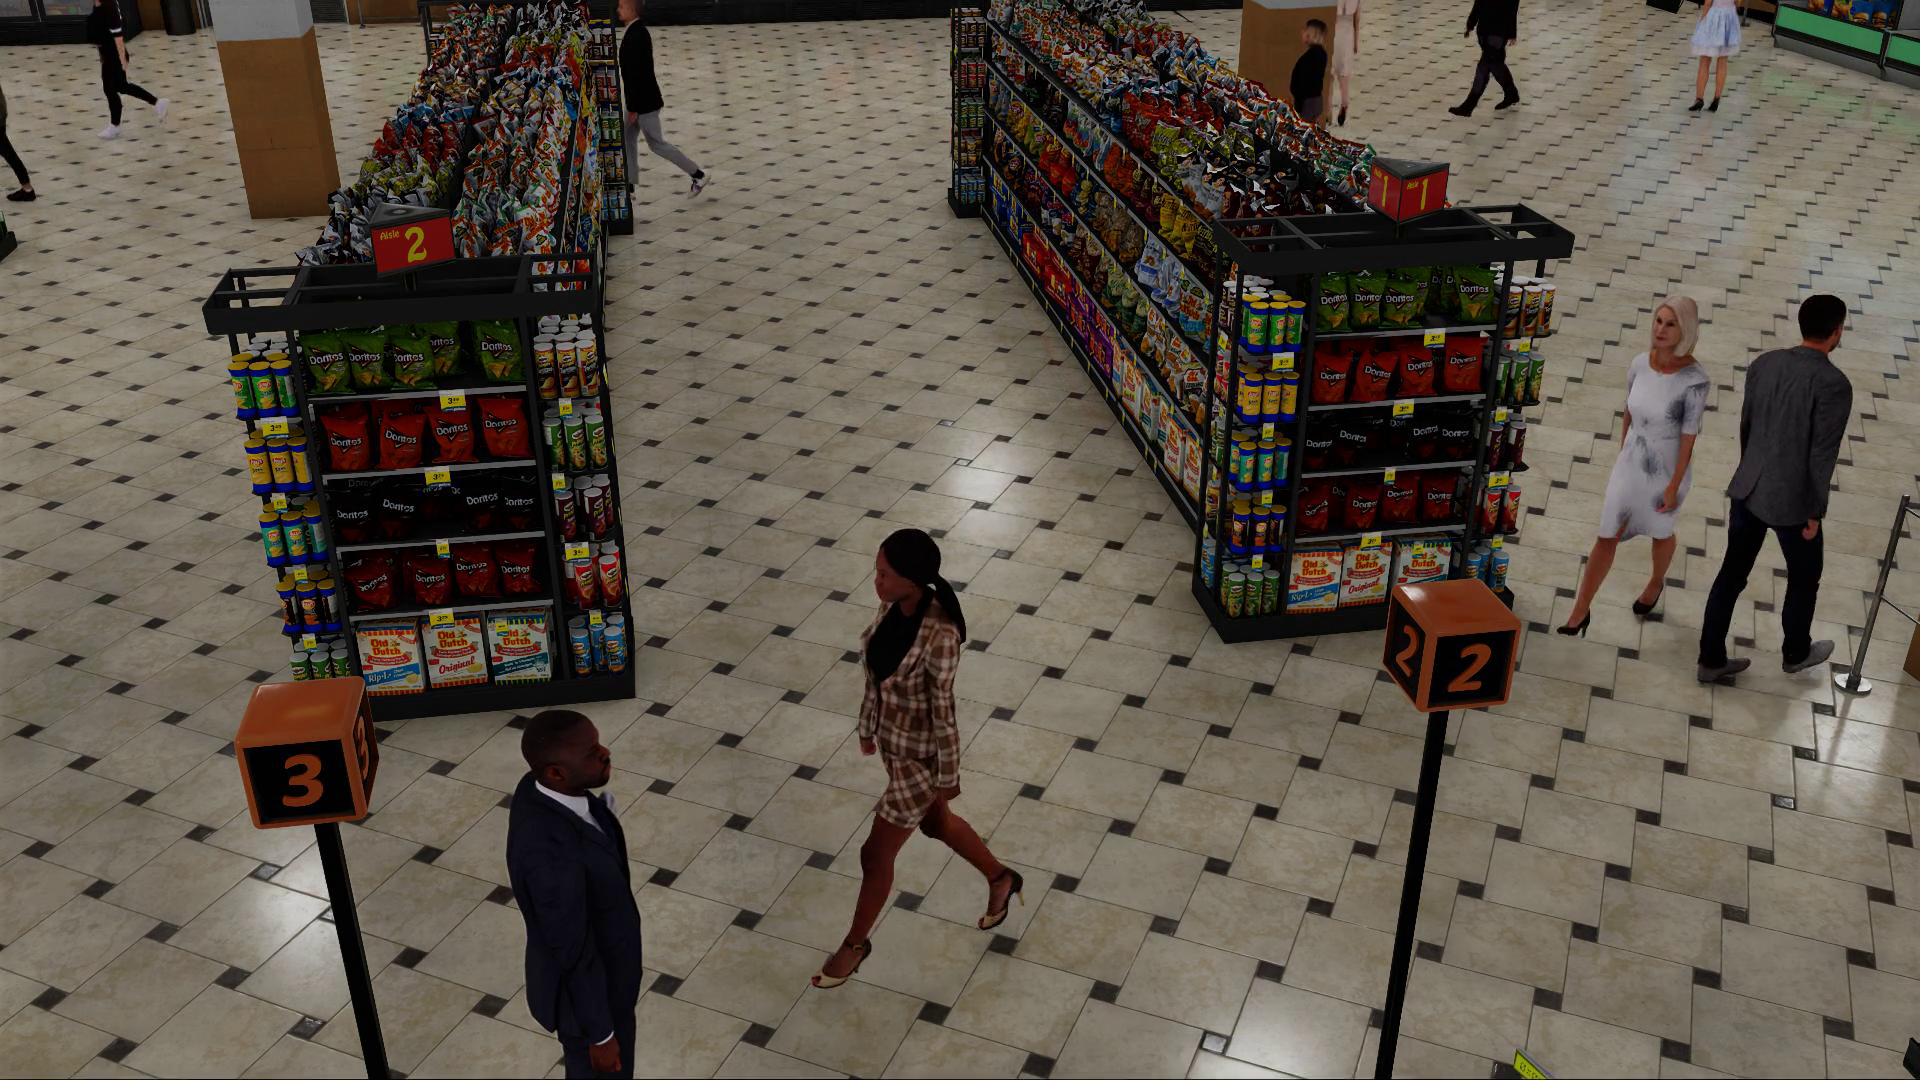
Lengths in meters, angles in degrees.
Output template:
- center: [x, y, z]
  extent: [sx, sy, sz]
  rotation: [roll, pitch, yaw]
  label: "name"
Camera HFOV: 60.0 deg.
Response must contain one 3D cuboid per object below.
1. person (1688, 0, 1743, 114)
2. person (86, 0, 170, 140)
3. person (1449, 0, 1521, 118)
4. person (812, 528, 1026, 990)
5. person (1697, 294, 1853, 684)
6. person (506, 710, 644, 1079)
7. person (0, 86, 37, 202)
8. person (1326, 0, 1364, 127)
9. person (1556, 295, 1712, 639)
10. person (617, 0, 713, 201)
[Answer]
- center: [8.384, -5.659, 18.397]
  extent: [0.744, 1.815, 0.769]
  rotation: [0, 27, 0]
  label: "person"
- center: [-8.808, -5.065, 17.441]
  extent: [1.002, 1.620, 1.046]
  rotation: [-24, 35, -39]
  label: "person"
- center: [5.925, -5.532, 18.169]
  extent: [0.926, 1.795, 1.212]
  rotation: [-9, 28, -17]
  label: "person"
- center: [-0.083, 0.760, 5.810]
  extent: [0.874, 1.750, 1.092]
  rotation: [-13, 30, -24]
  label: "person"
- center: [3.644, -0.168, 7.557]
  extent: [0.991, 1.827, 1.009]
  rotation: [-12, 29, -22]
  label: "person"
- center: [-1.061, 1.260, 4.744]
  extent: [0.767, 1.824, 0.546]
  rotation: [-6, 28, -13]
  label: "person"
- center: [-8.720, -3.802, 15.129]
  extent: [0.785, 1.459, 0.830]
  rotation: [-12, 29, -22]
  label: "person"
- center: [4.029, -5.170, 17.549]
  extent: [0.693, 1.709, 1.067]
  rotation: [-1, 27, -3]
  label: "person"
- center: [3.380, -0.332, 8.021]
  extent: [1.008, 1.698, 1.082]
  rotation: [-22, 34, -36]
  label: "person"
- center: [-2.743, -3.958, 14.938]
  extent: [0.764, 1.910, 1.157]
  rotation: [-5, 27, -9]
  label: "person"
